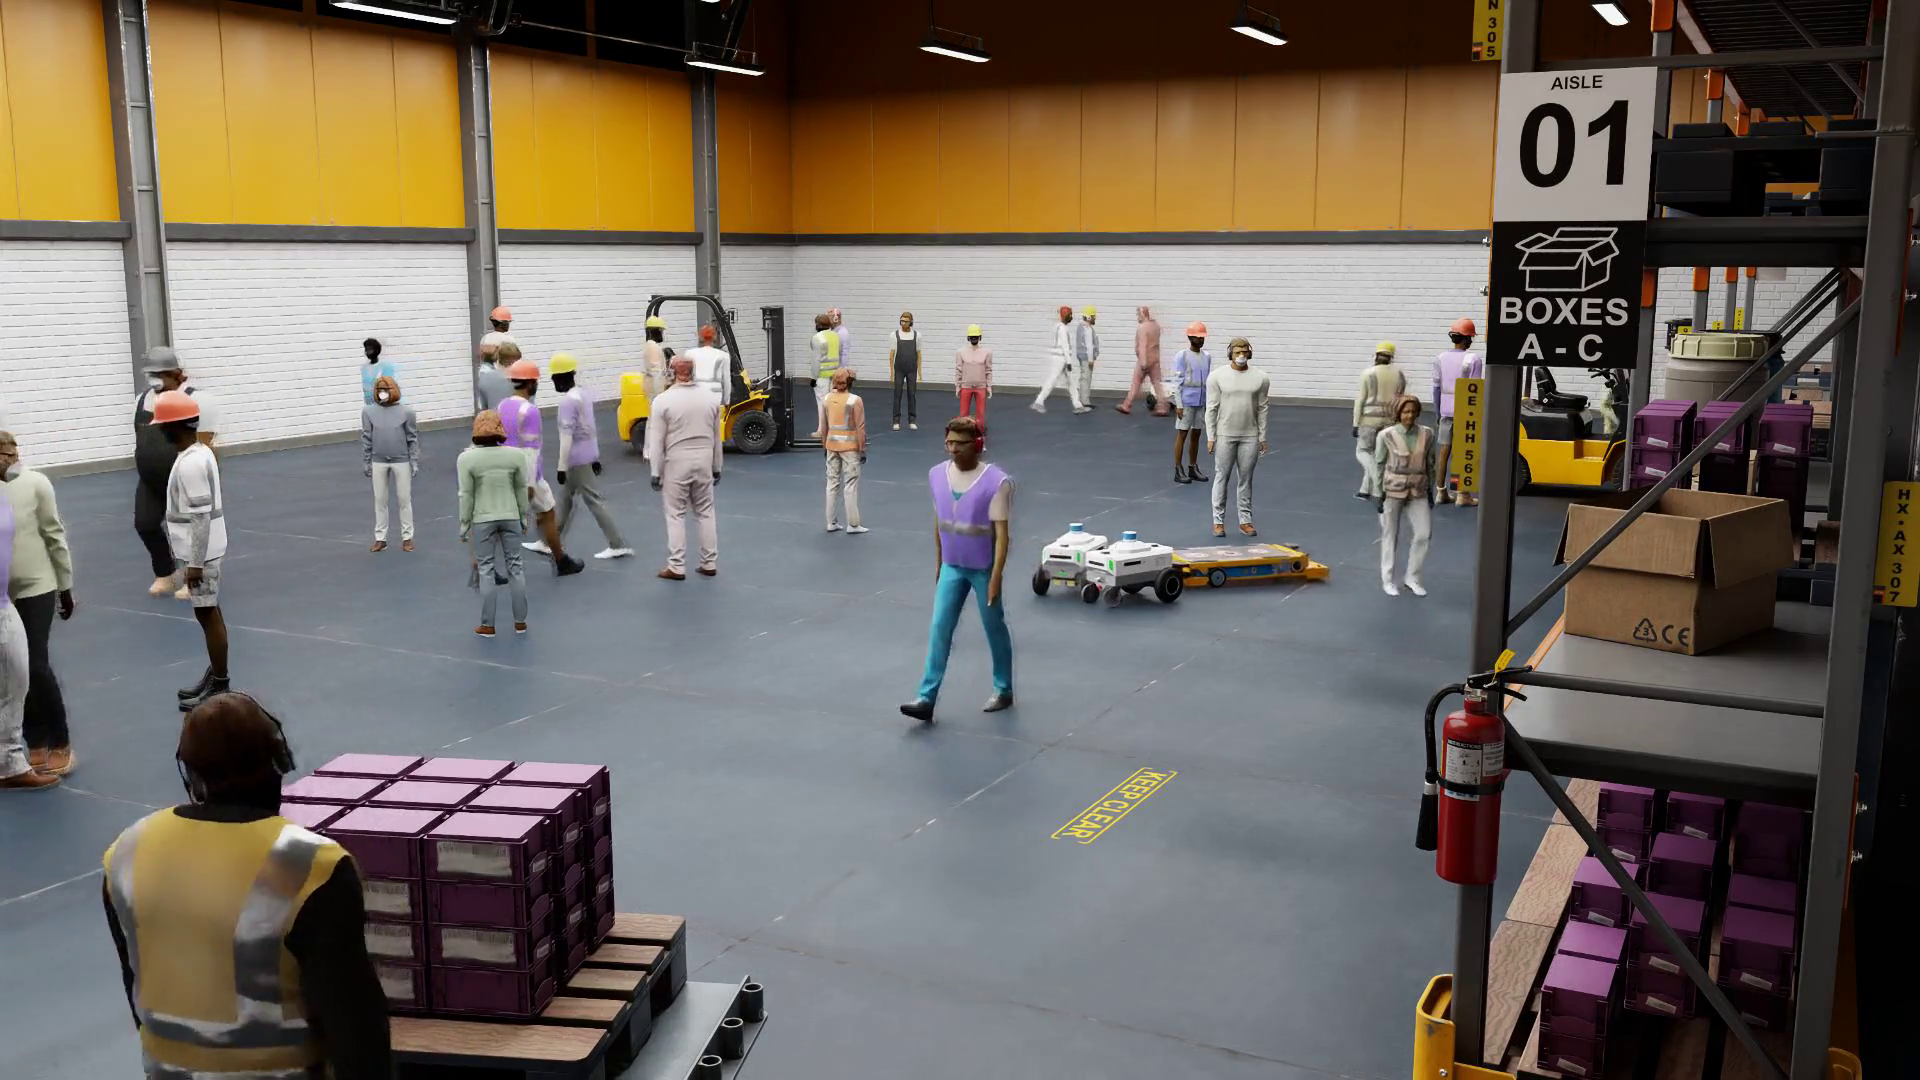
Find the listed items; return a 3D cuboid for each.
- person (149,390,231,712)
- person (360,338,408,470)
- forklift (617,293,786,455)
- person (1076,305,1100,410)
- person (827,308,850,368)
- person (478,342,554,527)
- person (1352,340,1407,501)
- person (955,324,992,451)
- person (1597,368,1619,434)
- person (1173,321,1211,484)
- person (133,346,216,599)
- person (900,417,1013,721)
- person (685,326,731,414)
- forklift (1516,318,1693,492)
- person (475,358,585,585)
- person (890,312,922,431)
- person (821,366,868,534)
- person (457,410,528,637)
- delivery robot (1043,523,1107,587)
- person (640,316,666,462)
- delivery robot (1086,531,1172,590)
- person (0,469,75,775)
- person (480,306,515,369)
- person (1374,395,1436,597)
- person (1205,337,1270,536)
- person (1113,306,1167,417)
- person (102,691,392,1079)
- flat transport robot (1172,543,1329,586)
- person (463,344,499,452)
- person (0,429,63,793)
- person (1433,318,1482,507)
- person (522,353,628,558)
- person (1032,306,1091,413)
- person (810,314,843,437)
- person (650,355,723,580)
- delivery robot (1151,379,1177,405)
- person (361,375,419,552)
[{"bbox_3d":[-4.615,0.066,10.010,0.376,1.932,0.543,-4,11,-21],"label":"person"},{"bbox_3d":[-7.388,-1.751,21.261,0.544,1.676,0.673,4,11,22],"label":"person"},{"bbox_3d":[-3.588,-2.317,23.042,2.313,2.155,1.214,-1,10,-5],"label":"forklift"},{"bbox_3d":[2.249,-3.209,29.255,0.404,1.829,0.600,-2,10,-11],"label":"person"},{"bbox_3d":[-1.900,-2.558,25.273,0.405,1.906,0.652,-4,10,-20],"label":"person"},{"bbox_3d":[-4.350,-0.986,16.245,0.630,1.878,1.023,2,10,11],"label":"person"},{"bbox_3d":[4.625,-1.297,18.295,0.609,1.797,0.636,-3,10,-19],"label":"person"},{"bbox_3d":[0.192,-2.098,23.016,0.524,1.770,0.315,-1,10,-4],"label":"person"},{"bbox_3d":[9.504,-2.234,24.236,0.421,1.618,0.523,5,11,25],"label":"person"},{"bbox_3d":[2.803,-1.649,19.915,0.545,1.939,0.373,-7,12,-34],"label":"person"},{"bbox_3d":[-6.242,-0.535,13.170,0.685,2.000,0.540,1,10,6],"label":"person"},{"bbox_3d":[0.020,0.179,9.745,0.608,1.792,0.948,7,12,34],"label":"person"},{"bbox_3d":[-3.163,-1.757,20.840,0.585,1.829,0.960,1,10,4],"label":"person"},{"bbox_3d":[7.066,-1.601,18.899,2.313,2.155,1.214,5,11,27],"label":"forklift"},{"bbox_3d":[-3.642,-0.572,13.868,0.548,1.890,1.031,7,12,36],"label":"person"},{"bbox_3d":[-0.834,-2.613,25.782,0.507,1.842,0.351,-2,10,-9],"label":"person"},{"bbox_3d":[-1.139,-0.877,16.314,0.523,1.638,0.310,7,12,34],"label":"person"},{"bbox_3d":[-3.342,-0.119,11.941,0.498,1.633,0.282,-6,11,-29],"label":"person"},{"bbox_3d":[0.937,0.109,13.467,0.477,0.478,0.707,4,11,23],"label":"delivery robot"},{"bbox_3d":[-4.035,-1.969,21.893,0.365,1.899,0.637,-4,10,-20],"label":"person"},{"bbox_3d":[1.332,0.176,13.083,0.707,0.478,0.477,-7,12,-37],"label":"delivery robot"},{"bbox_3d":[-4.972,0.296,8.649,0.614,1.944,0.586,-3,10,-14],"label":"person"},{"bbox_3d":[-6.053,-2.065,22.024,0.611,2.042,0.396,6,12,33],"label":"person"},{"bbox_3d":[3.547,-0.339,13.249,0.543,1.621,0.507,-1,10,-8],"label":"person"},{"bbox_3d":[2.691,-0.999,16.154,0.629,1.940,0.372,-1,10,-6],"label":"person"},{"bbox_3d":[3.090,-3.005,28.030,1.017,1.843,0.671,8,13,38],"label":"person"},{"bbox_3d":[-1.453,1.232,3.634,0.832,1.810,0.430,4,10,20],"label":"person"},{"bbox_3d":[2.321,0.198,14.044,1.431,0.197,0.652,-3,10,-18],"label":"flat transport robot"},{"bbox_3d":[-5.919,-1.646,20.798,0.585,1.623,0.523,0,10,-2],"label":"person"},{"bbox_3d":[-5.003,0.382,8.304,0.722,1.907,0.651,-1,10,-8],"label":"person"},{"bbox_3d":[5.415,-1.379,18.050,0.374,2.044,0.607,-8,12,-38],"label":"person"},{"bbox_3d":[-3.462,-0.746,14.923,1.000,1.859,0.610,0,10,-1],"label":"person"},{"bbox_3d":[1.727,-3.093,28.569,0.995,1.846,0.594,1,10,5],"label":"person"},{"bbox_3d":[-2.024,-2.448,24.830,0.429,1.839,0.634,7,12,34],"label":"person"},{"bbox_3d":[-2.320,-0.614,14.069,0.666,1.899,0.399,-7,12,-36],"label":"person"},{"bbox_3d":[3.606,-2.556,28.896,0.477,0.478,0.707,-4,11,-20],"label":"delivery robot"},{"bbox_3d":[-5.238,-0.699,15.314,0.512,1.629,0.274,-1,10,-5],"label":"person"}]
